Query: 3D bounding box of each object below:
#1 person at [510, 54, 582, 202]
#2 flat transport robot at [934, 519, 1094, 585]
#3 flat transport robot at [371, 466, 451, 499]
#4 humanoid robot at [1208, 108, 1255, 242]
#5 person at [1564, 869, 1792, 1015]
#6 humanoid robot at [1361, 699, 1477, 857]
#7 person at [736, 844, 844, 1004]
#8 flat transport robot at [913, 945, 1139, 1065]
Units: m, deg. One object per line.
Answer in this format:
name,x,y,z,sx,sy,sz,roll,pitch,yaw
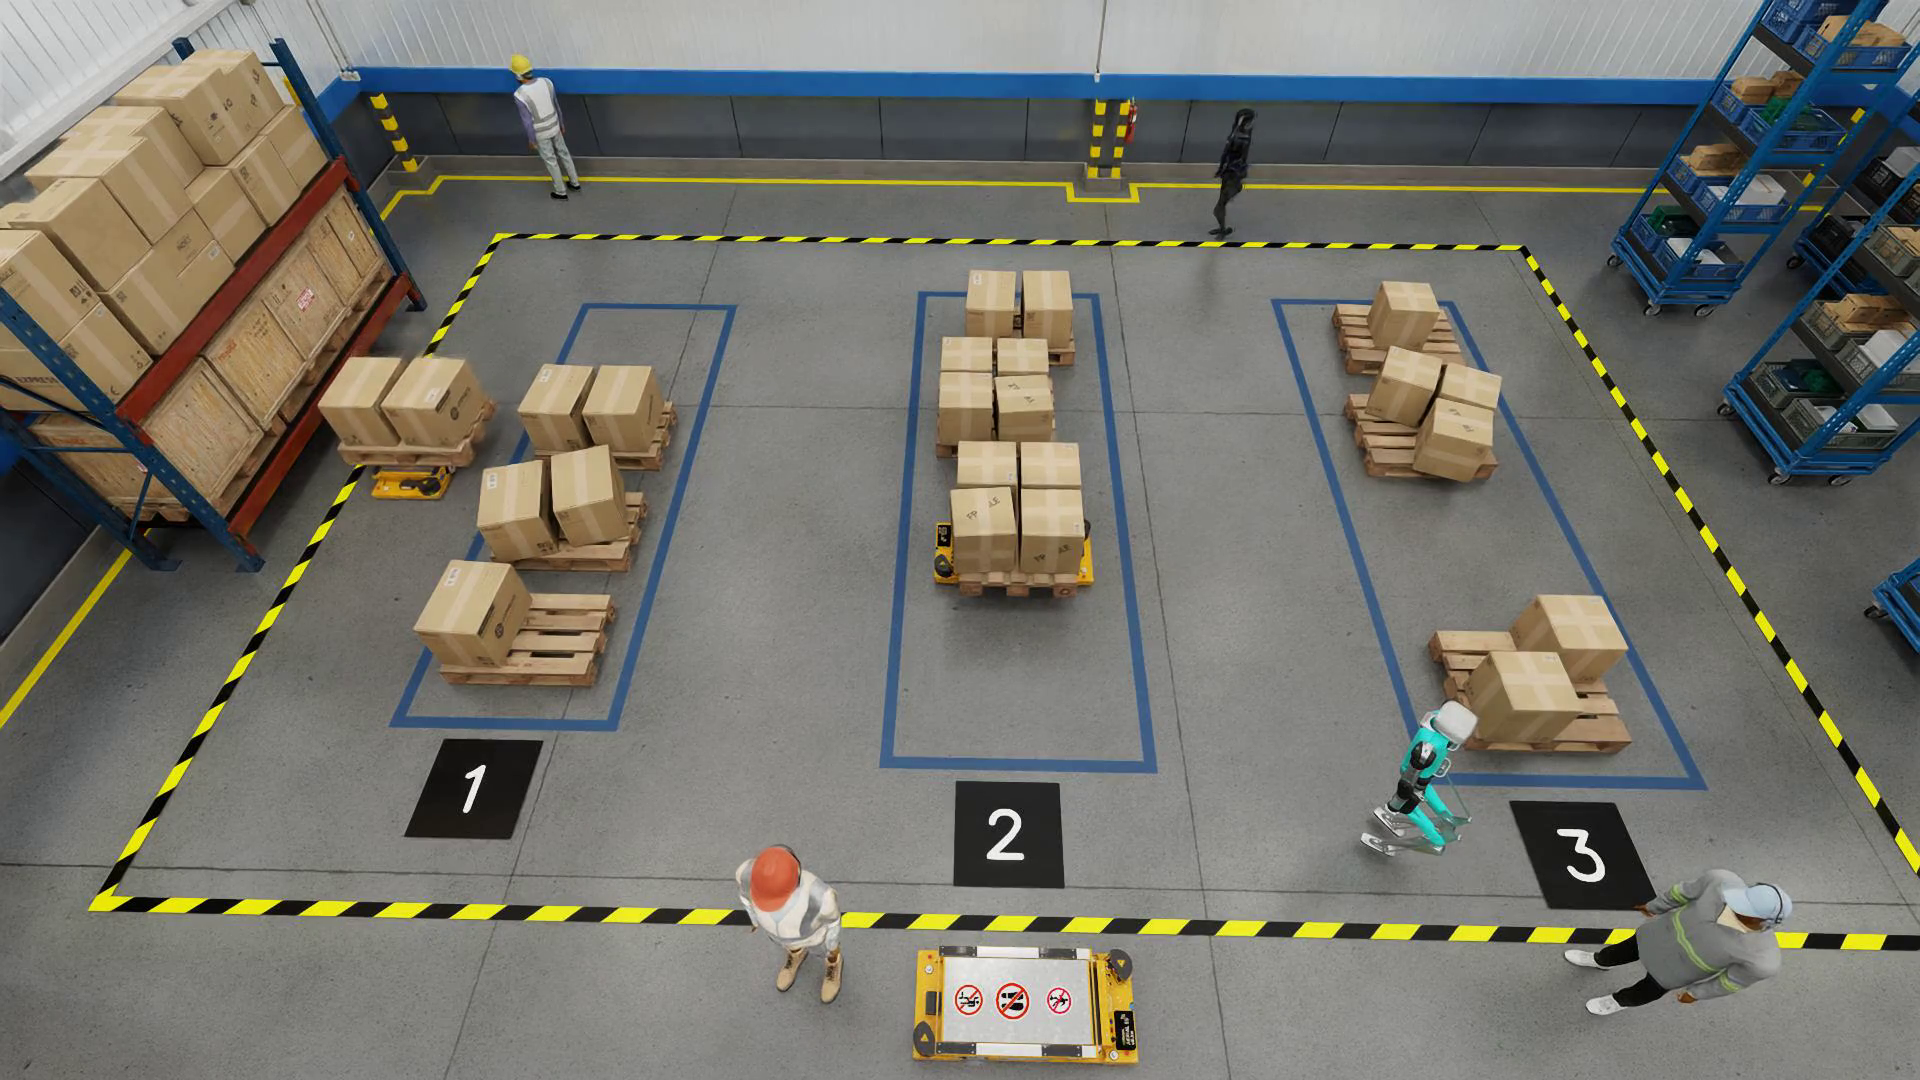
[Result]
person,-5.345,-5.281,11.781,0.404,1.831,0.598,23,54,18
flat transport robot,0.490,0.087,8.397,1.431,0.197,0.652,1,51,1
flat transport robot,-5.364,-1.005,9.287,0.652,0.197,1.431,1,51,1
humanoid robot,3.315,-4.466,11.217,0.363,1.645,0.599,-6,51,-5
person,4.276,2.435,5.479,0.398,1.850,0.596,0,51,0
humanoid robot,3.168,1.699,6.064,0.735,1.681,0.533,35,59,25
person,-0.984,2.306,5.460,0.606,2.048,0.365,12,52,10
flat transport robot,0.422,3.041,6.007,1.431,0.231,0.659,1,51,1
